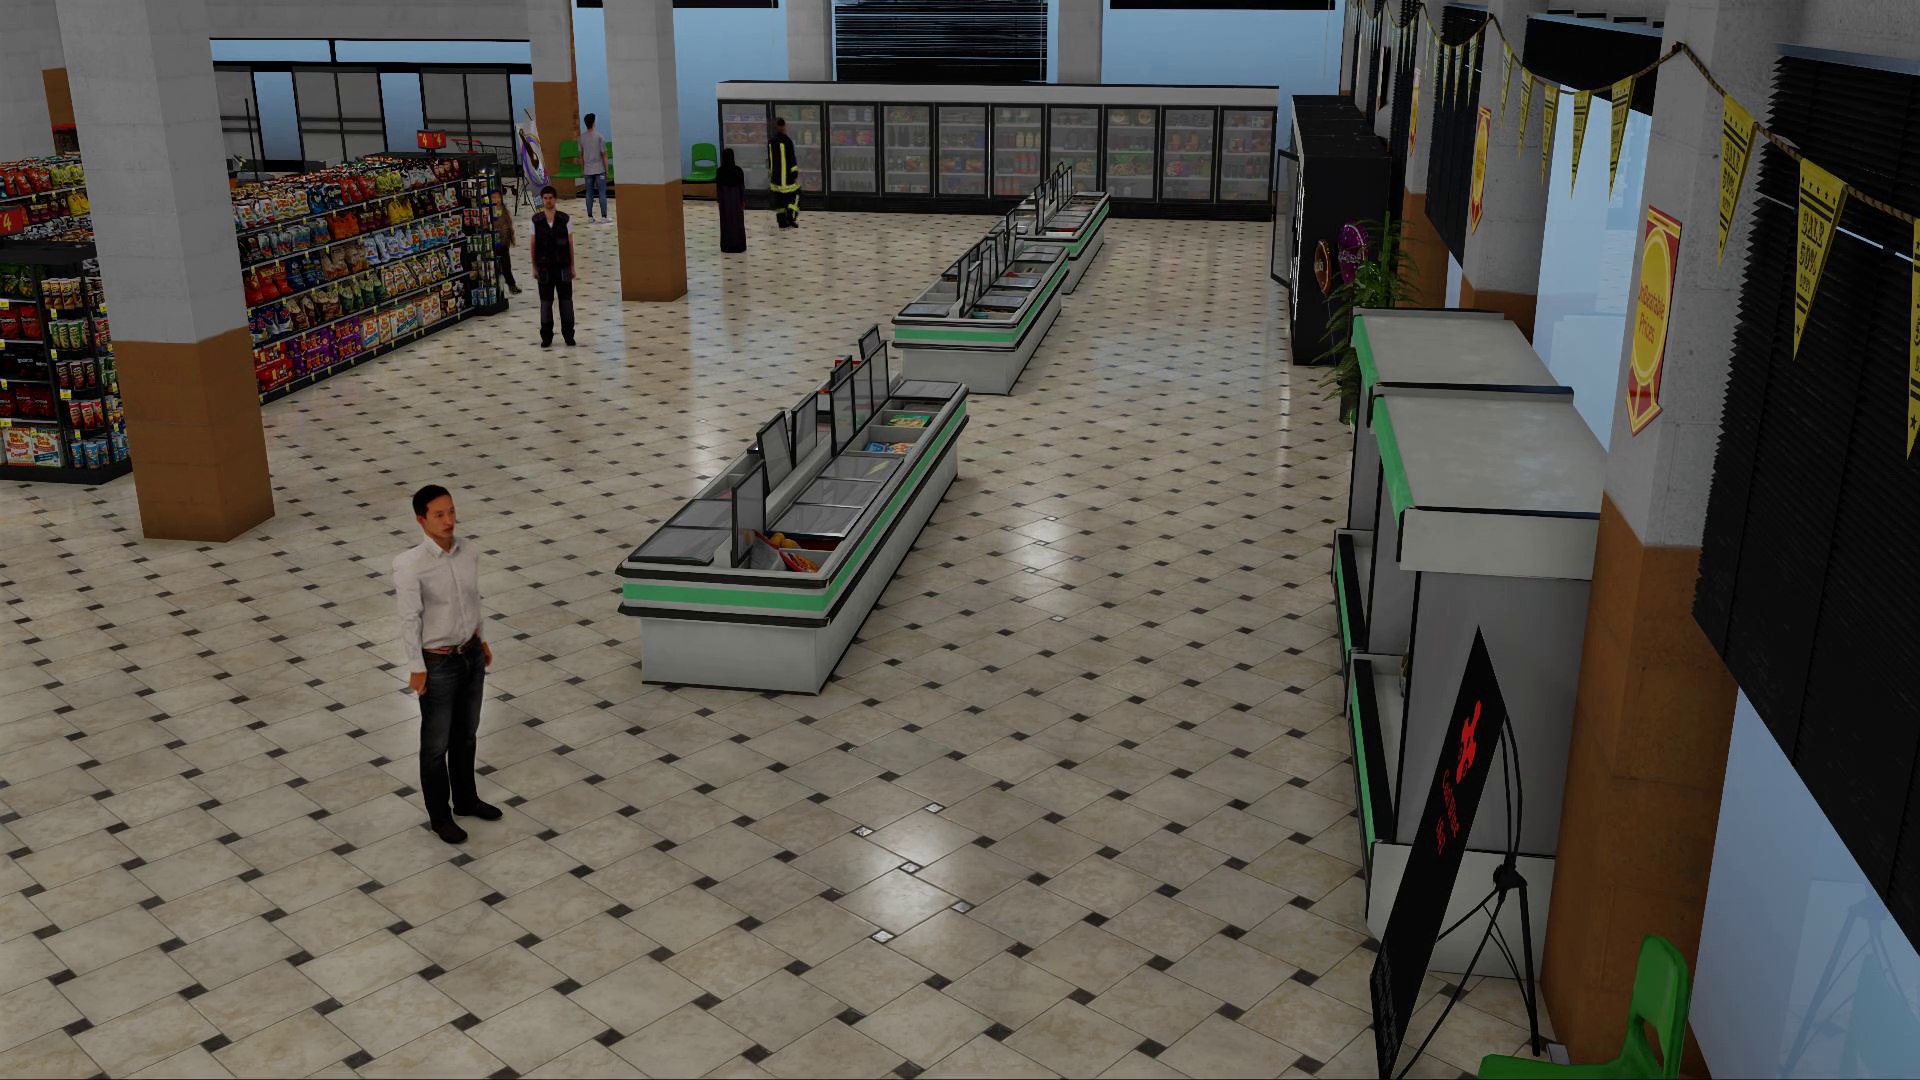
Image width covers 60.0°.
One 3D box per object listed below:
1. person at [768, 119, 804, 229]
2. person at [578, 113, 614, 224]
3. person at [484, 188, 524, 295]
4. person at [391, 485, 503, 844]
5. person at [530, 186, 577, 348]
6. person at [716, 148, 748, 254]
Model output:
[{"bbox_3d":[-3.064,-6.268,28.528,0.894,1.856,0.884,11,22,30],"label":"person"},{"bbox_3d":[-6.448,-6.549,29.308,0.660,1.890,0.540,3,19,10],"label":"person"},{"bbox_3d":[-6.328,-4.080,22.705,0.815,1.429,0.972,10,21,26],"label":"person"},{"bbox_3d":[-2.554,0.588,8.265,0.783,1.811,0.619,11,21,29],"label":"person"},{"bbox_3d":[-4.754,-3.202,19.447,0.734,1.848,0.717,-5,19,-14],"label":"person"},{"bbox_3d":[-3.615,-5.352,26.189,0.663,1.615,0.663,-1,19,-4],"label":"person"}]
